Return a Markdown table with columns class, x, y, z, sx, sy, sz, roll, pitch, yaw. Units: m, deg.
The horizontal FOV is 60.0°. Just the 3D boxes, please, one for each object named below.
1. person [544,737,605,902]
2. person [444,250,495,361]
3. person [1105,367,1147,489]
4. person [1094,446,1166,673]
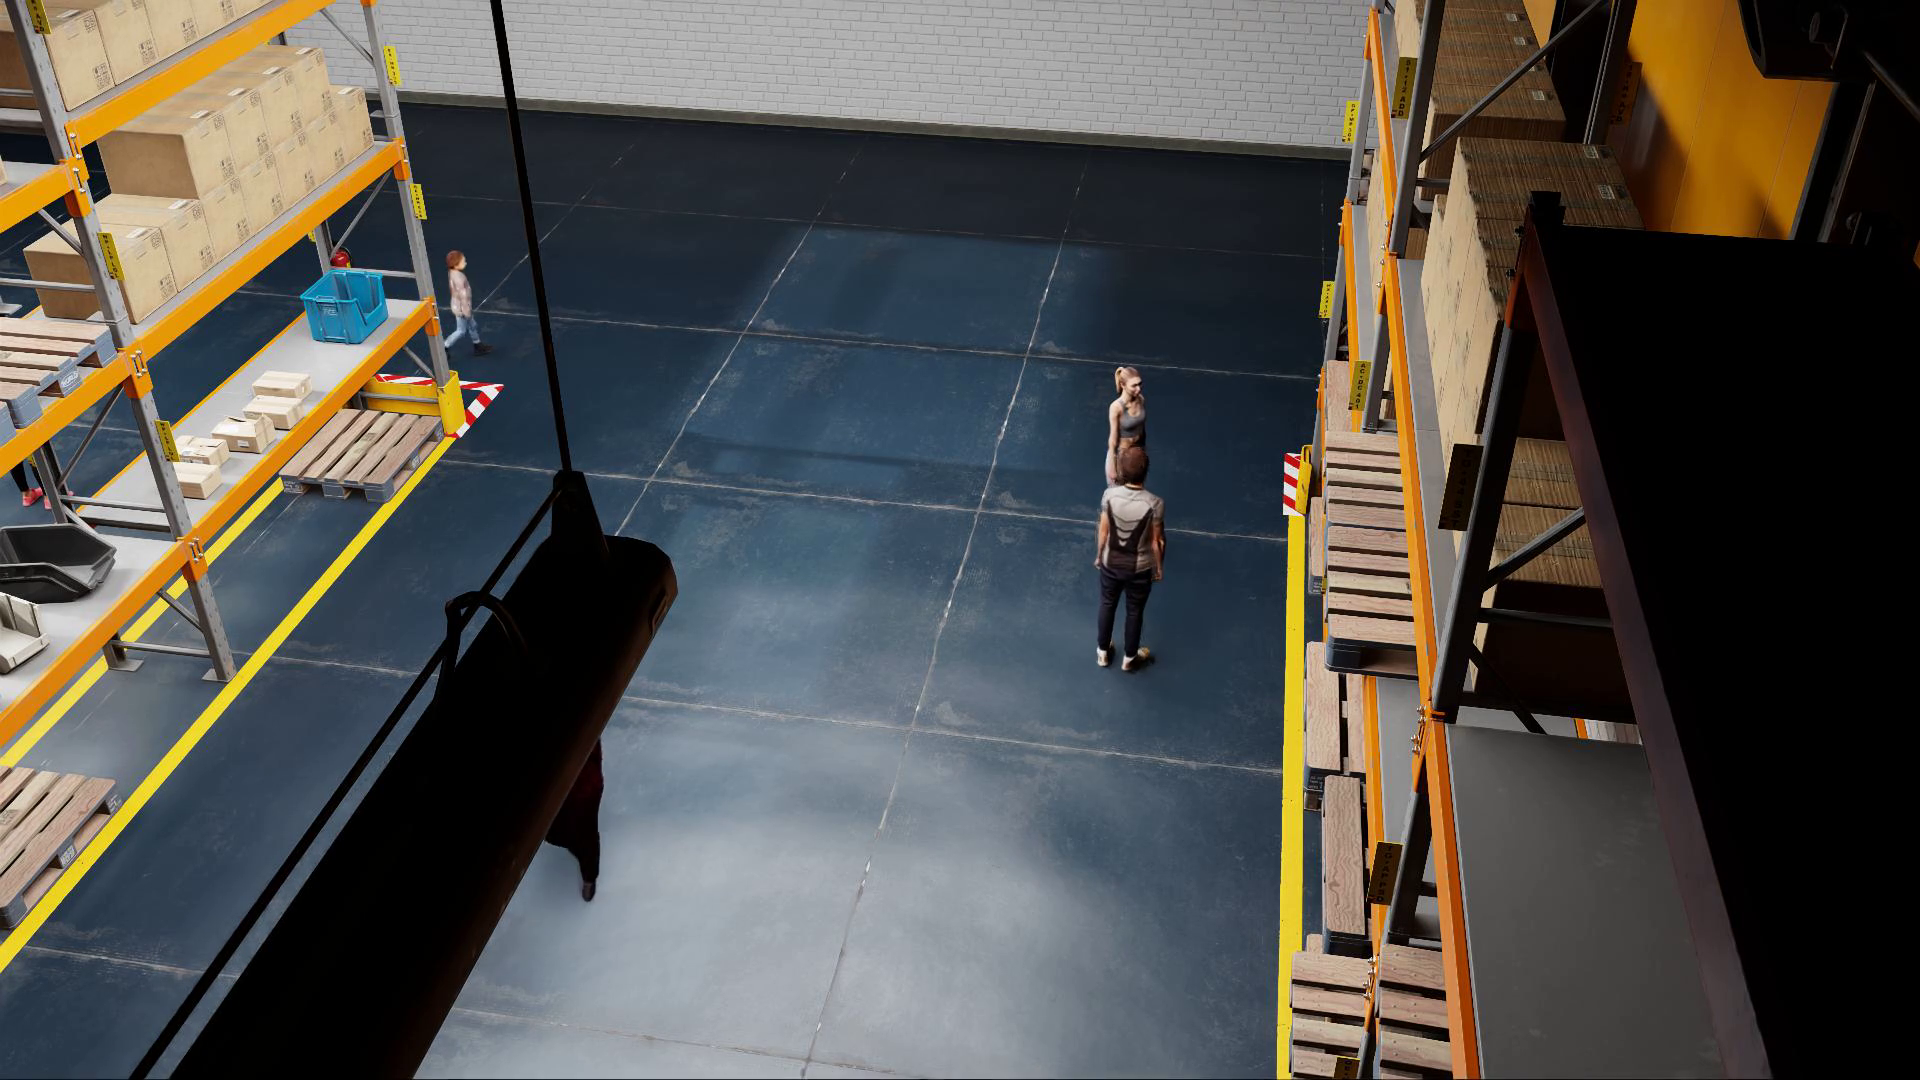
| class | x | y | z | sx | sy | sz | roll | pitch | yaw |
| --- | --- | --- | --- | --- | --- | --- | --- | --- | --- |
| person | -2.486 | 1.456 | 10.415 | 0.813 | 1.742 | 0.944 | -4 | 34 | -6 |
| person | -5.035 | -2.329 | 16.622 | 0.811 | 1.175 | 0.821 | -14 | 36 | -20 |
| person | 1.344 | -0.664 | 13.639 | 0.608 | 1.704 | 0.691 | -28 | 43 | -35 |
| person | 1.223 | 0.152 | 12.235 | 0.711 | 1.898 | 0.620 | 15 | 36 | 21 |
